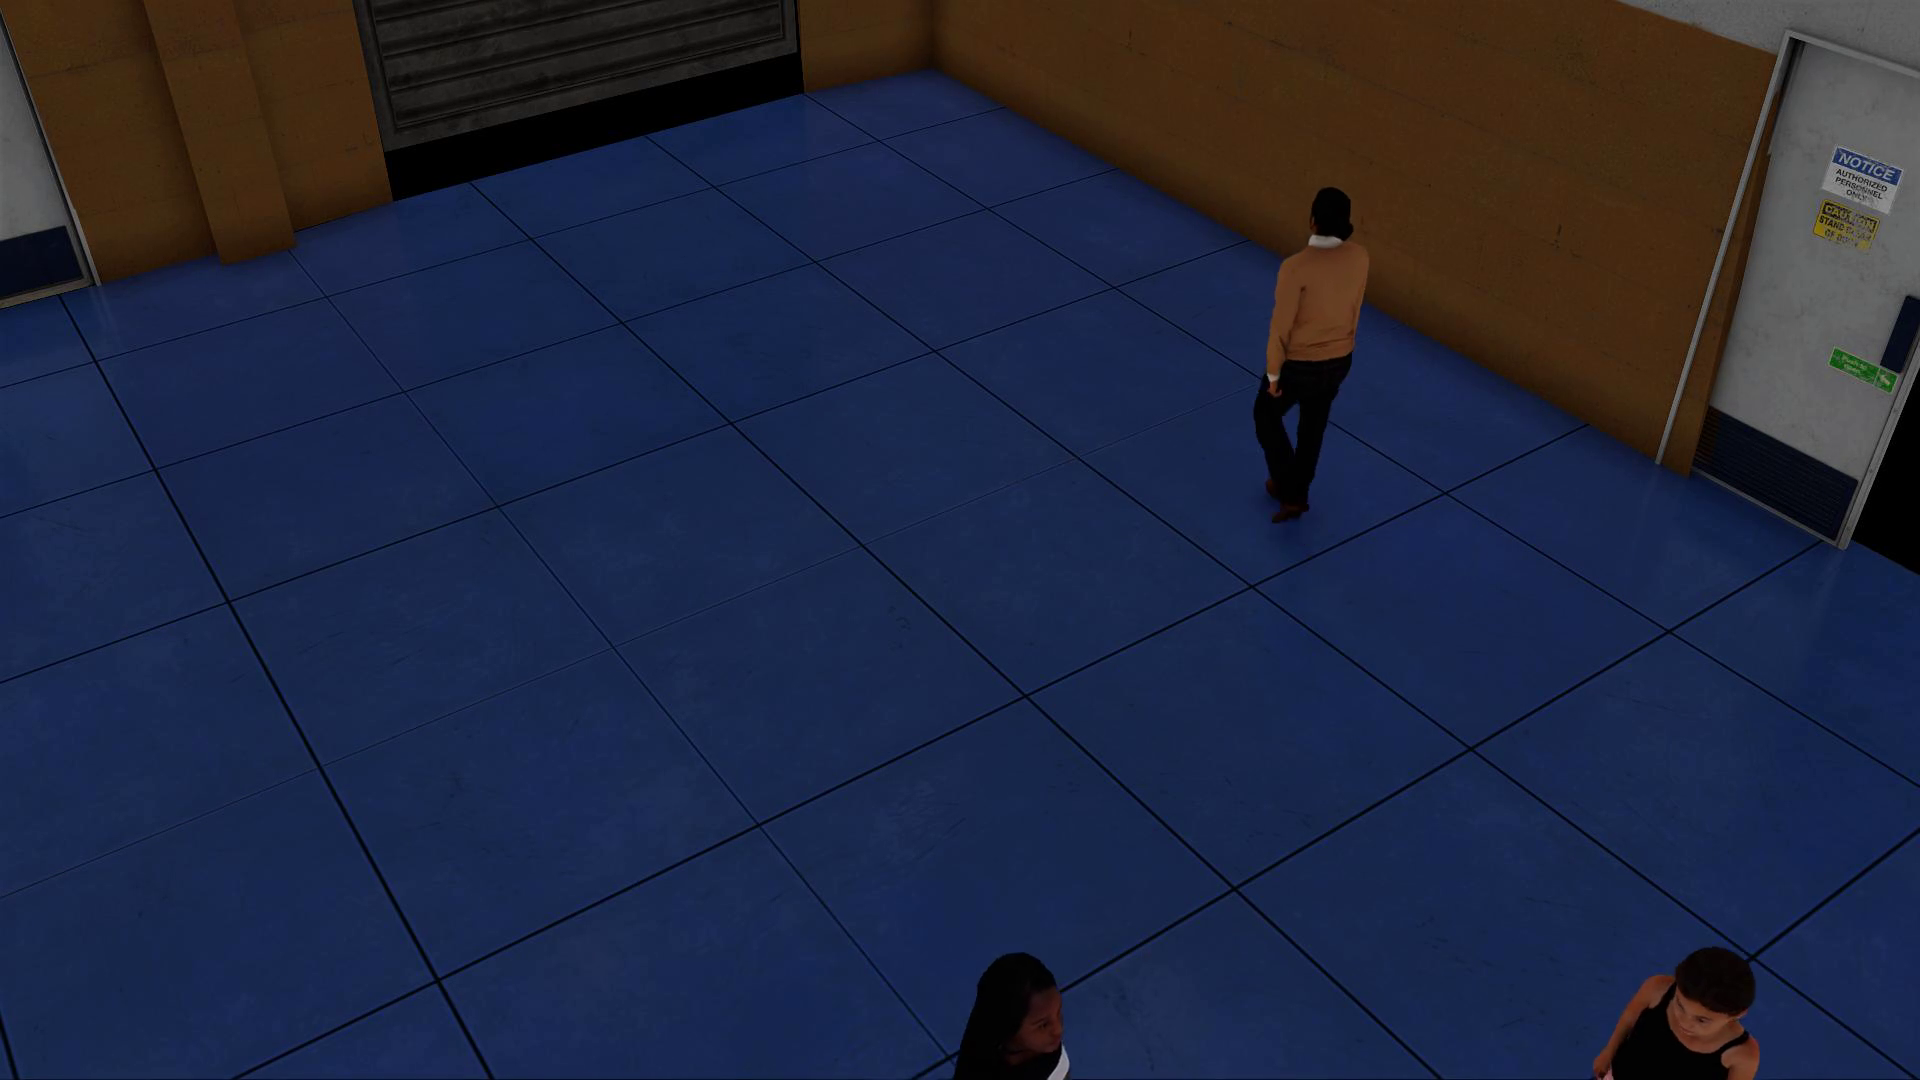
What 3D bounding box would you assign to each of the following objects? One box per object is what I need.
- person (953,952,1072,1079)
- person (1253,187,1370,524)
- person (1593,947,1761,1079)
[{"bbox_3d":[0.060,1.684,4.476,0.885,1.714,0.895,16,40,20],"label":"person"},{"bbox_3d":[1.660,-0.793,7.751,0.805,1.743,0.834,-12,39,-16],"label":"person"},{"bbox_3d":[2.029,1.586,4.768,0.985,1.521,0.650,-26,44,-31],"label":"person"}]
